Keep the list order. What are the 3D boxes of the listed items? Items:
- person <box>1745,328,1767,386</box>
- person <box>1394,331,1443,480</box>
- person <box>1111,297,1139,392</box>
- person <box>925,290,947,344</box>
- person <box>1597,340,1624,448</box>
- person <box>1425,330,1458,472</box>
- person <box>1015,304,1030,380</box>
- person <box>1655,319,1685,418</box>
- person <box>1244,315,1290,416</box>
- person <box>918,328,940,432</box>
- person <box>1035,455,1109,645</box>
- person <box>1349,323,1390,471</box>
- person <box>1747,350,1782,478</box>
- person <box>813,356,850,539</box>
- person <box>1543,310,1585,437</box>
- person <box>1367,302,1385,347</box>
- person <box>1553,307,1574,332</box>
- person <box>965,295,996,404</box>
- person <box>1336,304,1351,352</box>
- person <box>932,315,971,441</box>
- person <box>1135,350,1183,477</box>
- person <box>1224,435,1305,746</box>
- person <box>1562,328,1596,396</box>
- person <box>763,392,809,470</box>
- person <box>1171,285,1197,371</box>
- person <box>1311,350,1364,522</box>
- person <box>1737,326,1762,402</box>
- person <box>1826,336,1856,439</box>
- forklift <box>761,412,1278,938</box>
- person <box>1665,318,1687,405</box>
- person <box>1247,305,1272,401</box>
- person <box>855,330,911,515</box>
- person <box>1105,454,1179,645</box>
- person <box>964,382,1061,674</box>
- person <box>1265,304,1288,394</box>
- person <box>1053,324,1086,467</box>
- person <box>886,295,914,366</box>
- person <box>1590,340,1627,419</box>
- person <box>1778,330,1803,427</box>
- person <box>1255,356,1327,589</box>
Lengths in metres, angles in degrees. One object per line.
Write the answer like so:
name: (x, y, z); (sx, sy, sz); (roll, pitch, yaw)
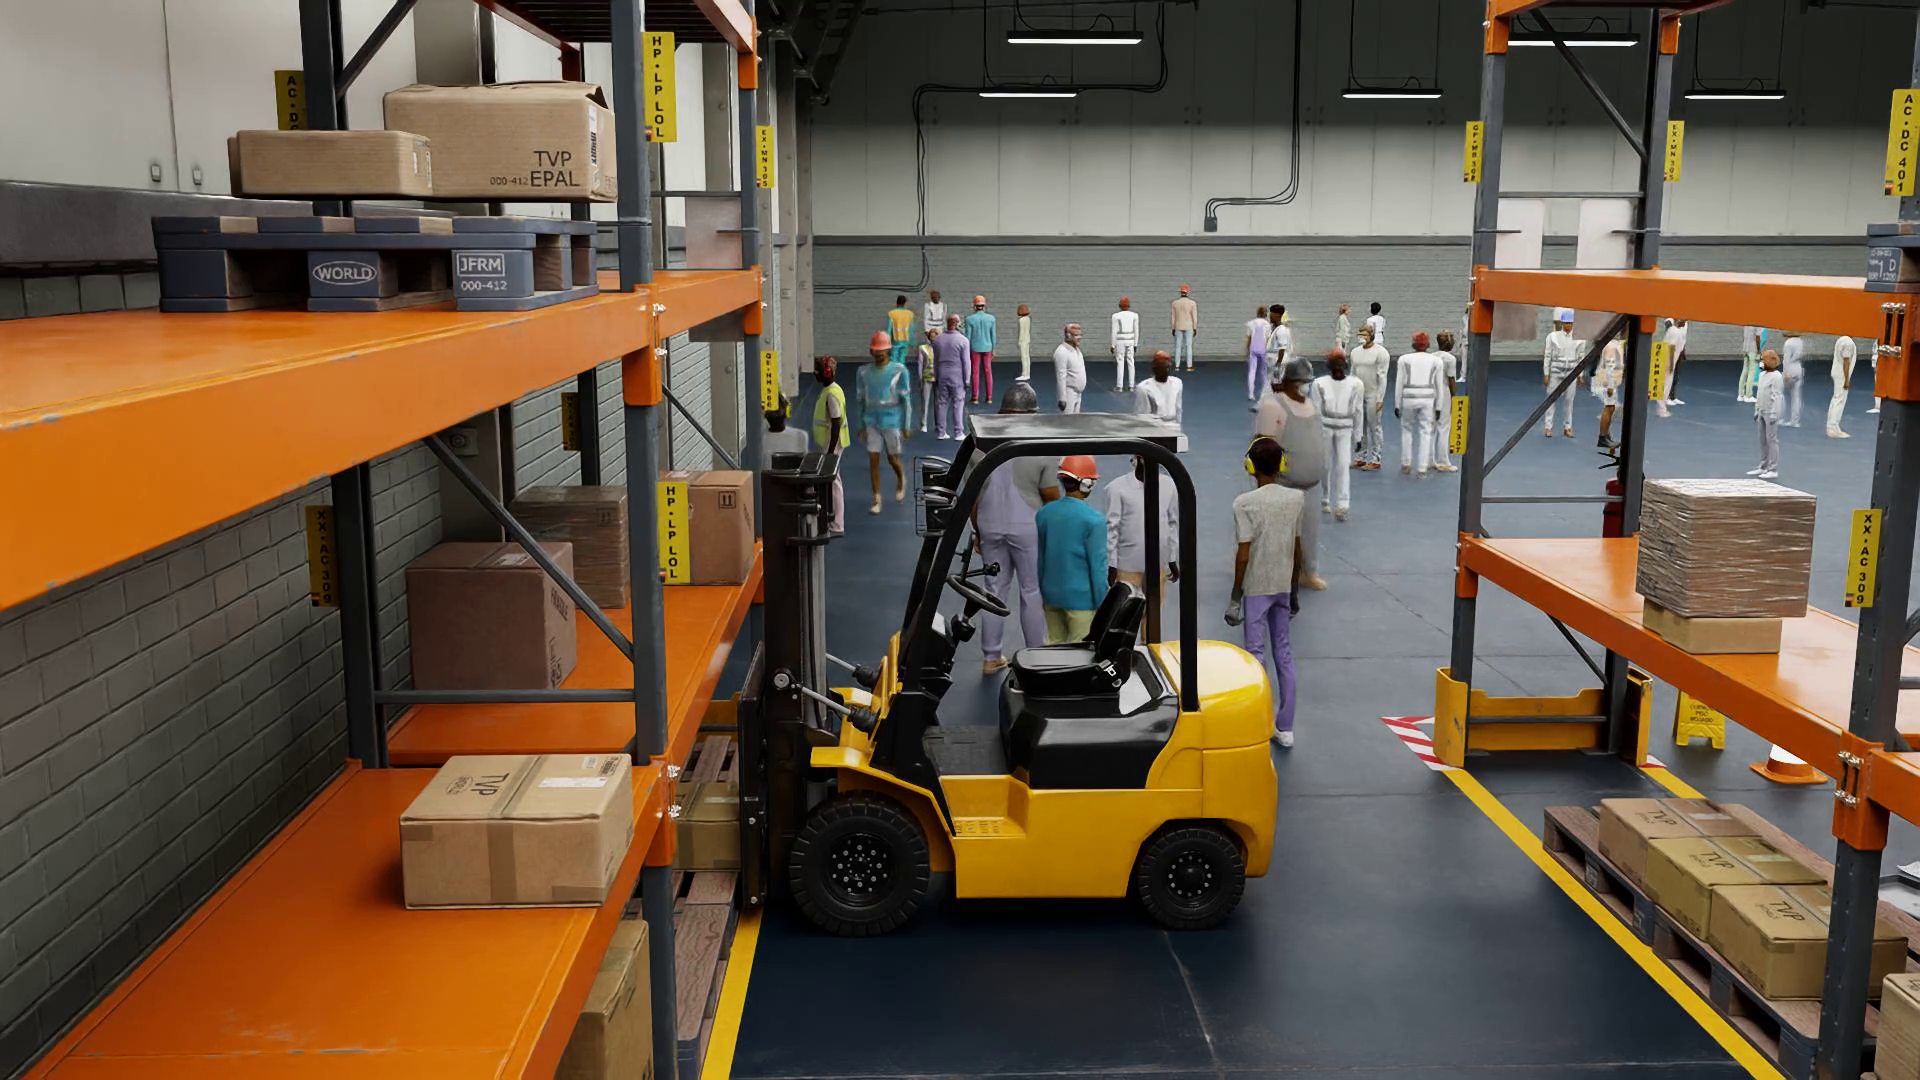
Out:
person: (16.571, -4.114, 34.569); (0.350, 1.835, 0.519); (6, 12, 31)
person: (5.834, -1.722, 21.177); (0.590, 1.849, 0.819); (2, 10, 10)
person: (3.290, -3.908, 33.272); (0.572, 1.883, 0.356); (-3, 11, -18)
person: (-0.569, -5.036, 39.678); (0.617, 1.829, 1.010); (-4, 11, -20)
person: (9.510, -2.298, 24.193); (0.384, 1.926, 0.550); (5, 11, 27)
person: (6.274, -1.804, 21.652); (0.343, 1.847, 0.507); (-5, 11, -25)
person: (1.371, -4.286, 36.071); (0.279, 1.633, 0.500); (4, 11, 20)
person: (12.093, -2.978, 28.275); (0.382, 1.826, 0.630); (3, 11, 18)
person: (5.324, -3.004, 28.459); (0.887, 1.795, 0.624); (3, 11, 15)
person: (-0.420, -2.512, 26.176); (0.515, 1.638, 0.314); (-3, 11, -17)
person: (0.701, 0.329, 10.057); (0.355, 1.744, 0.565); (-8, 13, -38)
person: (5.340, -1.867, 21.793); (0.372, 1.932, 0.623); (-7, 12, -34)
person: (10.265, -1.603, 21.157); (0.288, 1.626, 0.497); (0, 10, -1)
person: (-1.306, -0.937, 16.817); (0.379, 1.844, 0.570); (-2, 10, -10)
person: (9.246, -2.541, 25.471); (0.602, 1.949, 0.389); (1, 10, 6)
person: (8.851, -4.222, 35.541); (0.540, 1.696, 0.316); (-9, 13, -40)
person: (12.637, -4.230, 34.623); (0.537, 2.000, 0.675); (9, 14, 41)
person: (0.368, -3.524, 30.818); (0.609, 1.996, 0.383); (-3, 11, -18)
person: (8.302, -4.287, 36.060); (0.306, 1.640, 0.522); (2, 10, 13)
person: (-0.103, -2.440, 25.061); (0.645, 1.900, 0.399); (6, 12, 30)
person: (2.073, -1.086, 17.618); (0.606, 1.862, 0.563); (-6, 12, -29)
person: (1.781, 0.319, 9.777); (0.517, 1.865, 0.334); (-5, 11, -27)
person: (12.062, -3.710, 32.220); (0.609, 1.859, 1.022); (-7, 12, -35)
person: (-1.471, -0.288, 13.304); (0.543, 1.821, 0.996); (1, 10, 4)
person: (5.203, -4.920, 38.597); (0.612, 1.995, 0.376); (3, 11, 19)
person: (4.074, -1.153, 18.082); (0.591, 1.836, 0.960); (3, 11, 15)
person: (14.807, -3.503, 31.084); (0.327, 1.863, 0.511); (-1, 10, -7)
person: (13.466, -2.460, 25.345); (0.341, 1.838, 0.502); (3, 11, 17)
forklift: (0.291, 0.548, 7.580); (2.313, 2.155, 1.214); (0, 10, -2)
person: (13.152, -3.442, 30.592); (0.587, 1.914, 0.391); (-8, 13, -39)
person: (5.647, -3.528, 31.409); (0.535, 1.805, 0.958); (4, 11, 22)
person: (-0.839, -1.312, 18.416); (0.617, 2.024, 0.703); (2, 10, 13)
person: (1.233, 0.129, 11.141); (0.573, 1.749, 0.339); (-5, 11, -25)
person: (0.405, -0.074, 11.470); (0.688, 2.000, 0.536); (5, 11, 26)
person: (5.235, -2.921, 27.539); (0.367, 1.966, 0.605); (0, 10, 1)
person: (1.475, -1.910, 22.079); (0.401, 1.904, 0.651); (4, 11, 23)
person: (-1.257, -4.121, 34.420); (0.624, 1.894, 0.485); (-5, 11, -24)
person: (10.838, -2.886, 27.739); (0.644, 1.824, 0.554); (-4, 11, -22)
person: (13.414, -2.700, 26.985); (0.481, 1.720, 0.606); (-6, 12, -31)
person: (2.844, -0.615, 14.488); (0.691, 2.000, 0.837); (-5, 11, -26)
